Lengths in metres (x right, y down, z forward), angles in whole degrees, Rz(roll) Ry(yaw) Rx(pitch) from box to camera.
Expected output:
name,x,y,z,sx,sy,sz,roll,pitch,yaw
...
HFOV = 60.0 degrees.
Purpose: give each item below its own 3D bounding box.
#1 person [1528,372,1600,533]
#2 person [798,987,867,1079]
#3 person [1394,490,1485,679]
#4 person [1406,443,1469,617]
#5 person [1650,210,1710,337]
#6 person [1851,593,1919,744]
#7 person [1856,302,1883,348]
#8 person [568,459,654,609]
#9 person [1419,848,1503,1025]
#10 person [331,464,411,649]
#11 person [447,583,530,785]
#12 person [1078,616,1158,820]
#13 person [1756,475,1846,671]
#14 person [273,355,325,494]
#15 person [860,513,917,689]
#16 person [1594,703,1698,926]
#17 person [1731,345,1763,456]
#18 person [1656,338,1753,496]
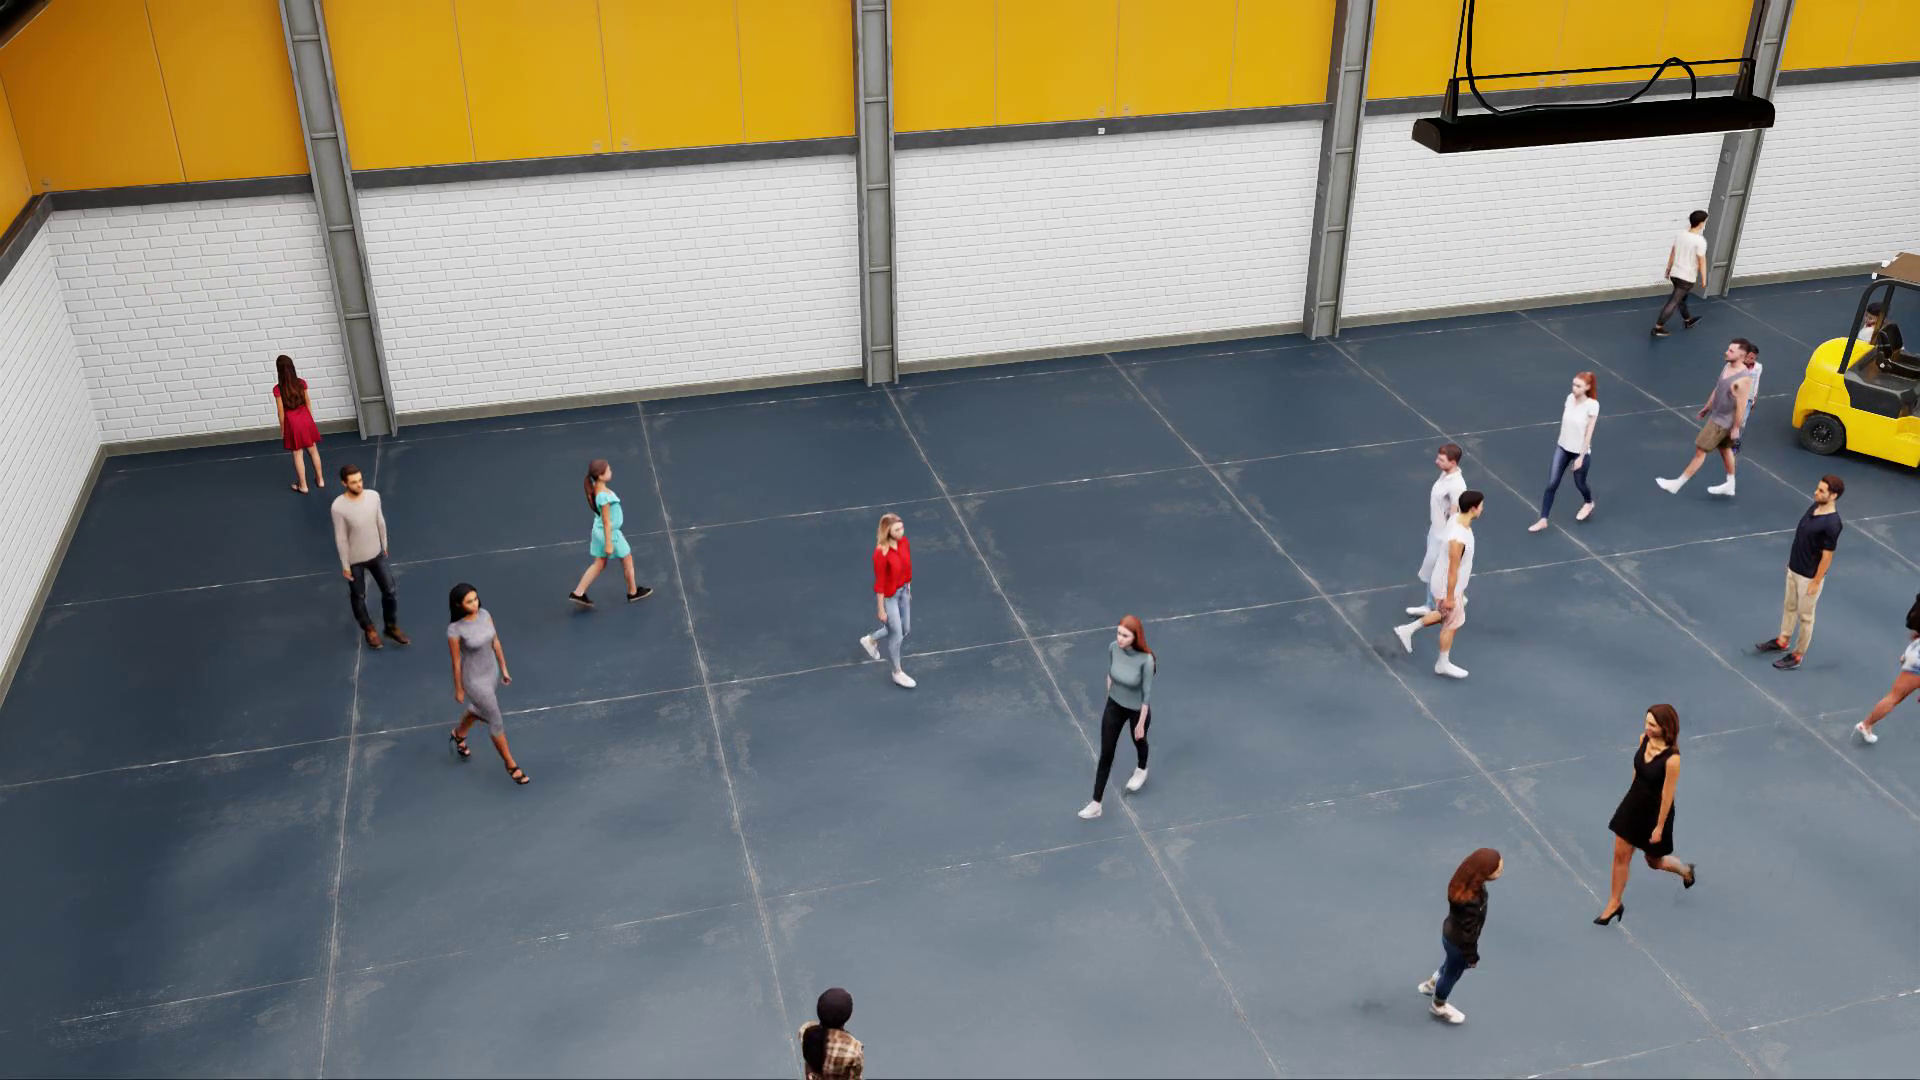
name,x,y,z,sx,sy,sz,roll,pitch,yaw
person,6.343,-0.900,17.011,1.185,1.702,0.845,-20,34,-32
person,-0.762,3.265,9.319,1.077,1.756,1.068,12,31,21
person,4.228,0.366,14.632,1.057,1.759,0.950,11,31,19
person,4.528,-0.039,15.292,0.868,1.837,0.810,3,29,6
person,9.379,-3.447,21.704,1.087,1.680,0.713,-10,30,-17
person,7.765,1.036,13.594,1.103,1.576,0.836,4,29,8
person,10.920,-2.248,19.954,0.791,1.251,0.579,-1,29,-2
person,-3.381,-0.034,15.602,1.094,1.530,0.741,-16,32,-27
person,3.208,2.571,10.894,0.728,1.466,0.696,5,29,10
person,-5.427,0.124,14.978,0.776,1.851,0.868,-24,36,-36
person,-3.896,1.118,13.271,1.137,1.742,1.056,15,32,25
person,1.360,1.325,12.946,1.042,1.689,1.201,21,35,33
person,7.502,0.268,14.705,0.608,1.860,0.686,-1,29,-1
person,-7.102,-1.258,17.822,0.722,1.554,0.663,26,38,38
person,-0.637,0.492,14.474,0.956,1.688,0.912,18,34,30
person,4.905,1.944,11.681,1.037,1.814,0.627,-11,30,-19
person,8.862,-1.641,18.845,0.688,1.247,0.750,16,33,27
person,8.094,-1.257,17.455,1.204,1.806,0.951,5,29,9
